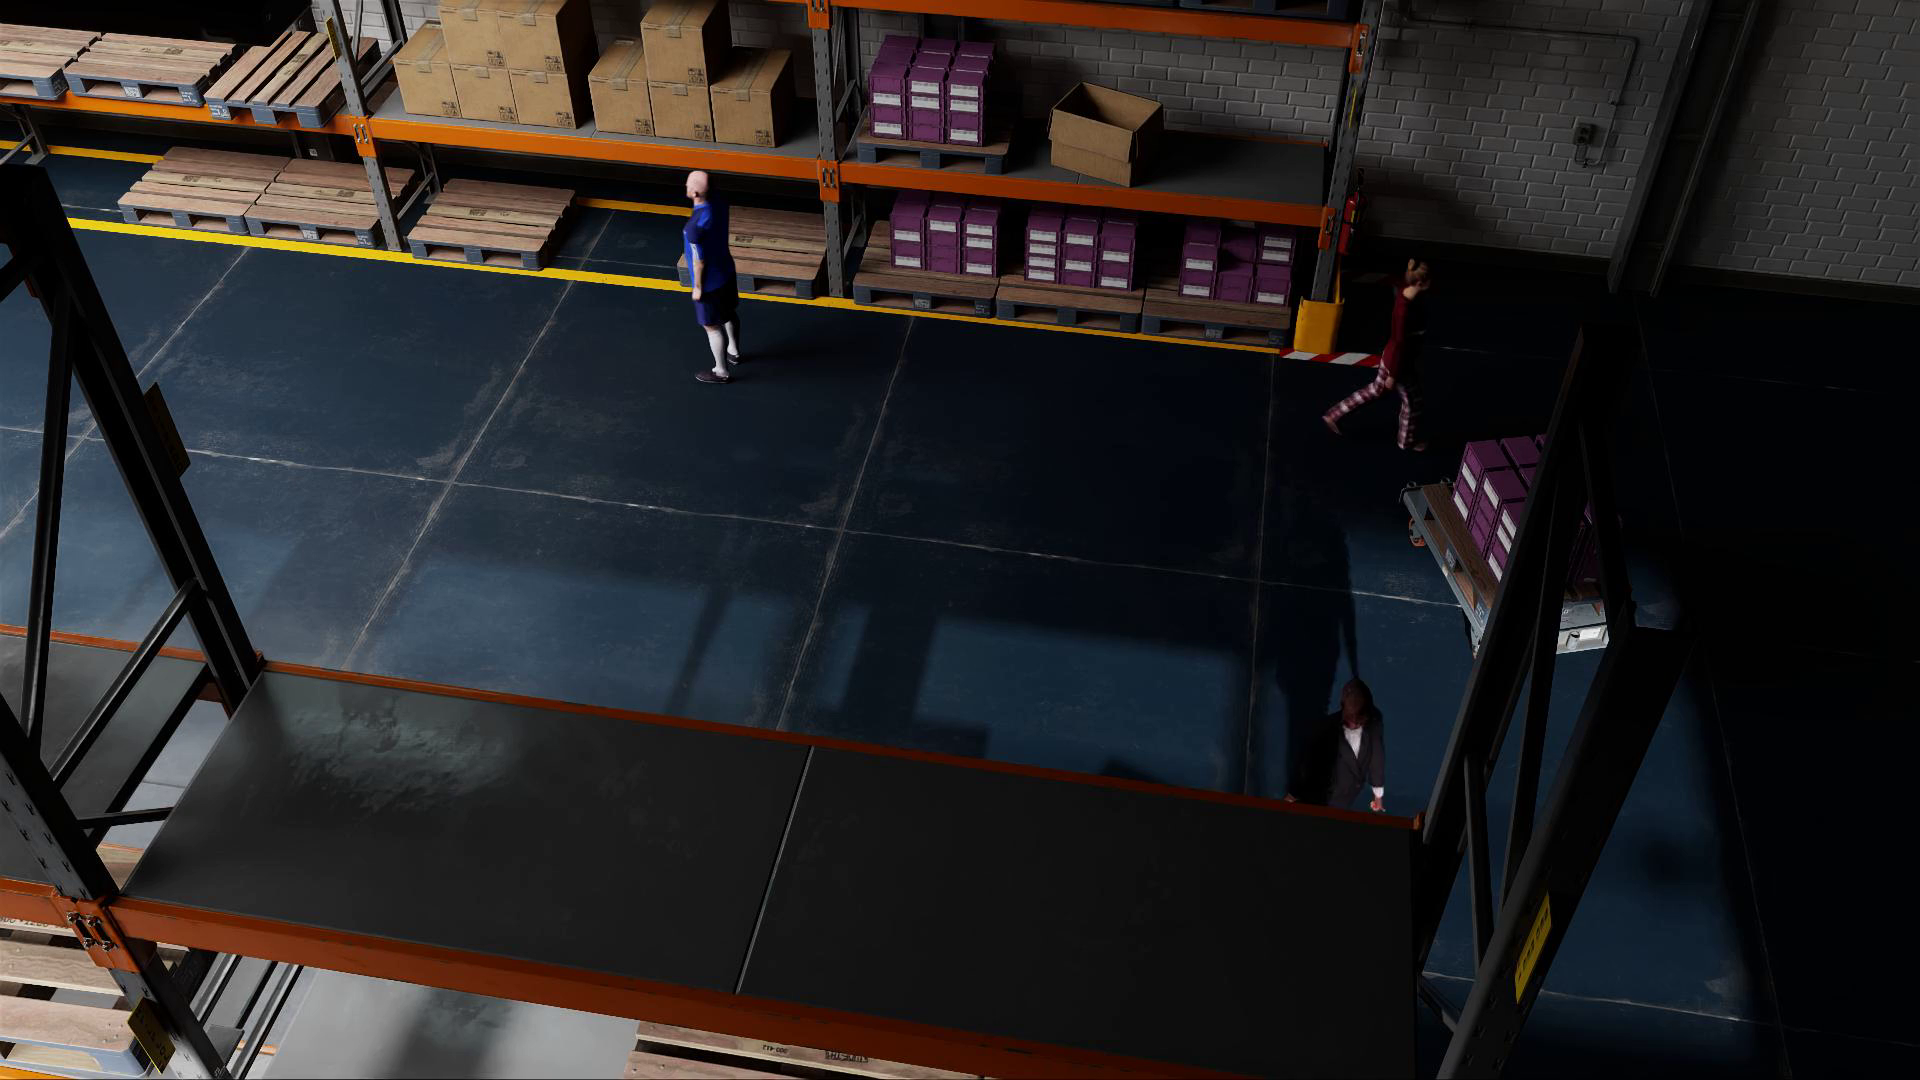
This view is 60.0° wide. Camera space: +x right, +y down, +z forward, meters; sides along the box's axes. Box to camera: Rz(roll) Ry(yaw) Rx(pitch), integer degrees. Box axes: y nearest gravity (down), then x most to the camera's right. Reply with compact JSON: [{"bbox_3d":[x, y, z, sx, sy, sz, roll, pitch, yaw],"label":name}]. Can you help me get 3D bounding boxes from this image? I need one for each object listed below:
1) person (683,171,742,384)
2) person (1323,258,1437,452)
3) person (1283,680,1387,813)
[{"bbox_3d":[-1.908,-2.039,12.807,0.604,1.842,0.691,12,45,12],"label":"person"},{"bbox_3d":[3.140,-1.333,12.197,1.039,1.661,0.638,7,44,8],"label":"person"},{"bbox_3d":[2.028,1.331,9.355,1.120,1.726,1.123,-20,47,-20],"label":"person"}]
